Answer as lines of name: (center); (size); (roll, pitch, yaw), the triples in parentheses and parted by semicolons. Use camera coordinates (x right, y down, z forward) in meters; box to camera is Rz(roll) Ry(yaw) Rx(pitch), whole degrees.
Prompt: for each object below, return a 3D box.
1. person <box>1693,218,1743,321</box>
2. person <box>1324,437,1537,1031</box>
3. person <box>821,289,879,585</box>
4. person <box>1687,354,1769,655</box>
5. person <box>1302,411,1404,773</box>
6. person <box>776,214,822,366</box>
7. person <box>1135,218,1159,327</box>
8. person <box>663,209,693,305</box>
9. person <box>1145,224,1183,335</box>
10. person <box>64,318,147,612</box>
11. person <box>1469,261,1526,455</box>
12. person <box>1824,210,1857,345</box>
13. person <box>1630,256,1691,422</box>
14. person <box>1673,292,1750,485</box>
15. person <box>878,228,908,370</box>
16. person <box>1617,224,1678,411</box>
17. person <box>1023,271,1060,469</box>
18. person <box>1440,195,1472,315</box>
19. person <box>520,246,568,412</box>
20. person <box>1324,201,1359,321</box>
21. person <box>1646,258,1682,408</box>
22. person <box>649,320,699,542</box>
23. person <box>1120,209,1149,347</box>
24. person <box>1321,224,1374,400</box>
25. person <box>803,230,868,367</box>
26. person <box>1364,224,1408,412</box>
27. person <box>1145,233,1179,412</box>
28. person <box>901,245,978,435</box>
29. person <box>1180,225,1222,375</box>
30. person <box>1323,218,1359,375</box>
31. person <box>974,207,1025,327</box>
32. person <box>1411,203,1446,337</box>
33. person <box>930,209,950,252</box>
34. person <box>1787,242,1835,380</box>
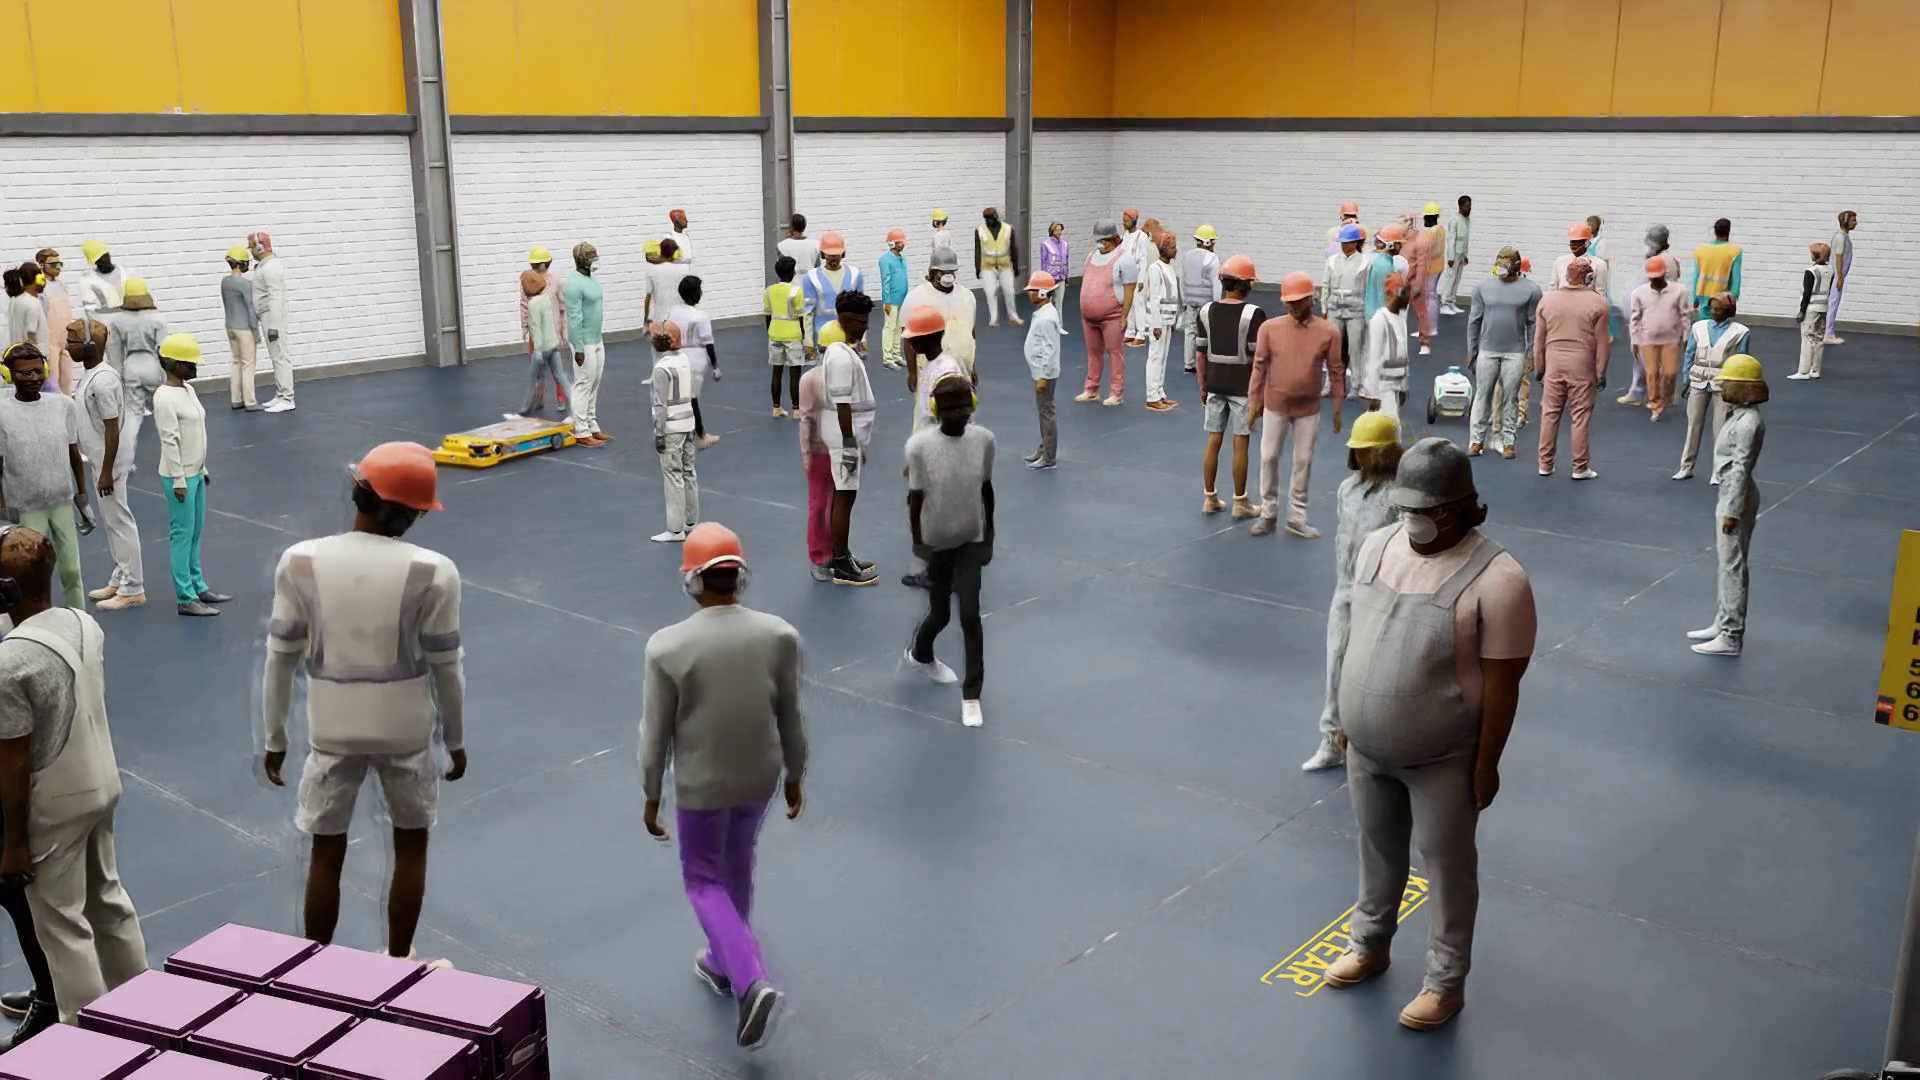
person: (9.212, -2.973, 20.338); (0.521, 1.900, 0.603); (-12, 18, -39)
person: (1.536, 0.635, 5.637); (0.535, 2.000, 0.680); (-10, 17, -35)
person: (-0.740, -0.685, 11.078); (0.375, 1.959, 0.603); (-1, 14, -5)
person: (4.451, -0.207, 9.622); (0.315, 1.736, 0.486); (5, 15, 20)
person: (1.991, 0.228, 7.903); (0.777, 1.718, 0.487); (-12, 19, -41)
person: (-2.039, -3.131, 21.016); (0.644, 1.915, 0.512); (-7, 16, -26)
person: (2.853, -4.042, 25.179); (0.284, 1.626, 0.506); (11, 18, 37)
person: (-3.832, -3.577, 22.783); (0.345, 1.883, 0.584); (5, 15, 19)
person: (2.944, -3.775, 24.144); (0.516, 1.612, 0.502); (-7, 16, -27)
person: (-5.386, -0.474, 10.466); (0.345, 1.846, 0.508); (-9, 17, -32)
person: (4.983, -1.715, 15.386); (0.535, 1.864, 0.309); (-2, 14, -7)
person: (12.261, -3.660, 23.194); (0.345, 1.847, 0.504); (6, 15, 24)
person: (7.166, -2.060, 17.070); (0.606, 1.709, 0.479); (6, 15, 24)
person: (6.404, -1.292, 14.155); (0.512, 1.639, 0.311); (12, 19, 41)
person: (-0.801, -3.018, 20.809); (0.321, 1.754, 0.559); (6, 15, 23)
person: (7.386, -2.425, 17.865); (0.584, 2.000, 0.781); (3, 14, 11)
person: (0.723, -1.513, 14.798); (0.327, 1.753, 0.560); (0, 14, 0)
person: (8.012, -4.594, 26.828); (0.409, 1.905, 0.603); (11, 18, 37)
person: (-4.405, -2.236, 17.671); (0.528, 1.765, 0.328); (1, 14, 5)
person: (5.249, -3.612, 22.699); (0.609, 1.996, 0.379); (-5, 15, -19)
person: (7.591, -2.220, 17.894); (0.347, 1.621, 0.531); (12, 19, 41)
person: (-2.100, -0.798, 12.196); (0.313, 1.634, 0.515); (3, 14, 13)
person: (2.380, -3.610, 22.950); (0.349, 1.872, 0.582); (-8, 16, -29)
person: (4.291, -2.525, 18.458); (0.612, 1.943, 0.404); (10, 17, 34)
person: (-1.194, -1.963, 16.045); (0.617, 2.030, 0.409); (-4, 15, -17)
person: (4.499, -2.340, 17.646); (0.403, 1.986, 0.611); (2, 14, 9)
person: (2.171, -2.330, 17.805); (0.355, 1.883, 0.574); (5, 15, 21)
person: (-0.122, -1.454, 13.984); (0.688, 2.000, 0.536); (-7, 16, -27)
person: (2.940, -2.892, 20.157); (0.404, 1.827, 0.602); (-12, 19, -40)
person: (4.705, -2.964, 20.320); (0.396, 1.900, 0.647); (-4, 15, -16)
person: (0.601, -4.115, 25.123); (0.782, 1.799, 0.453); (-1, 14, -2)
person: (6.749, -3.871, 23.900); (0.386, 1.921, 0.591); (8, 16, 29)
person: (-0.301, -4.101, 25.112); (0.304, 1.772, 0.525); (5, 15, 17)
person: (10.217, -2.732, 19.898); (0.514, 1.643, 0.307); (-9, 17, -32)
